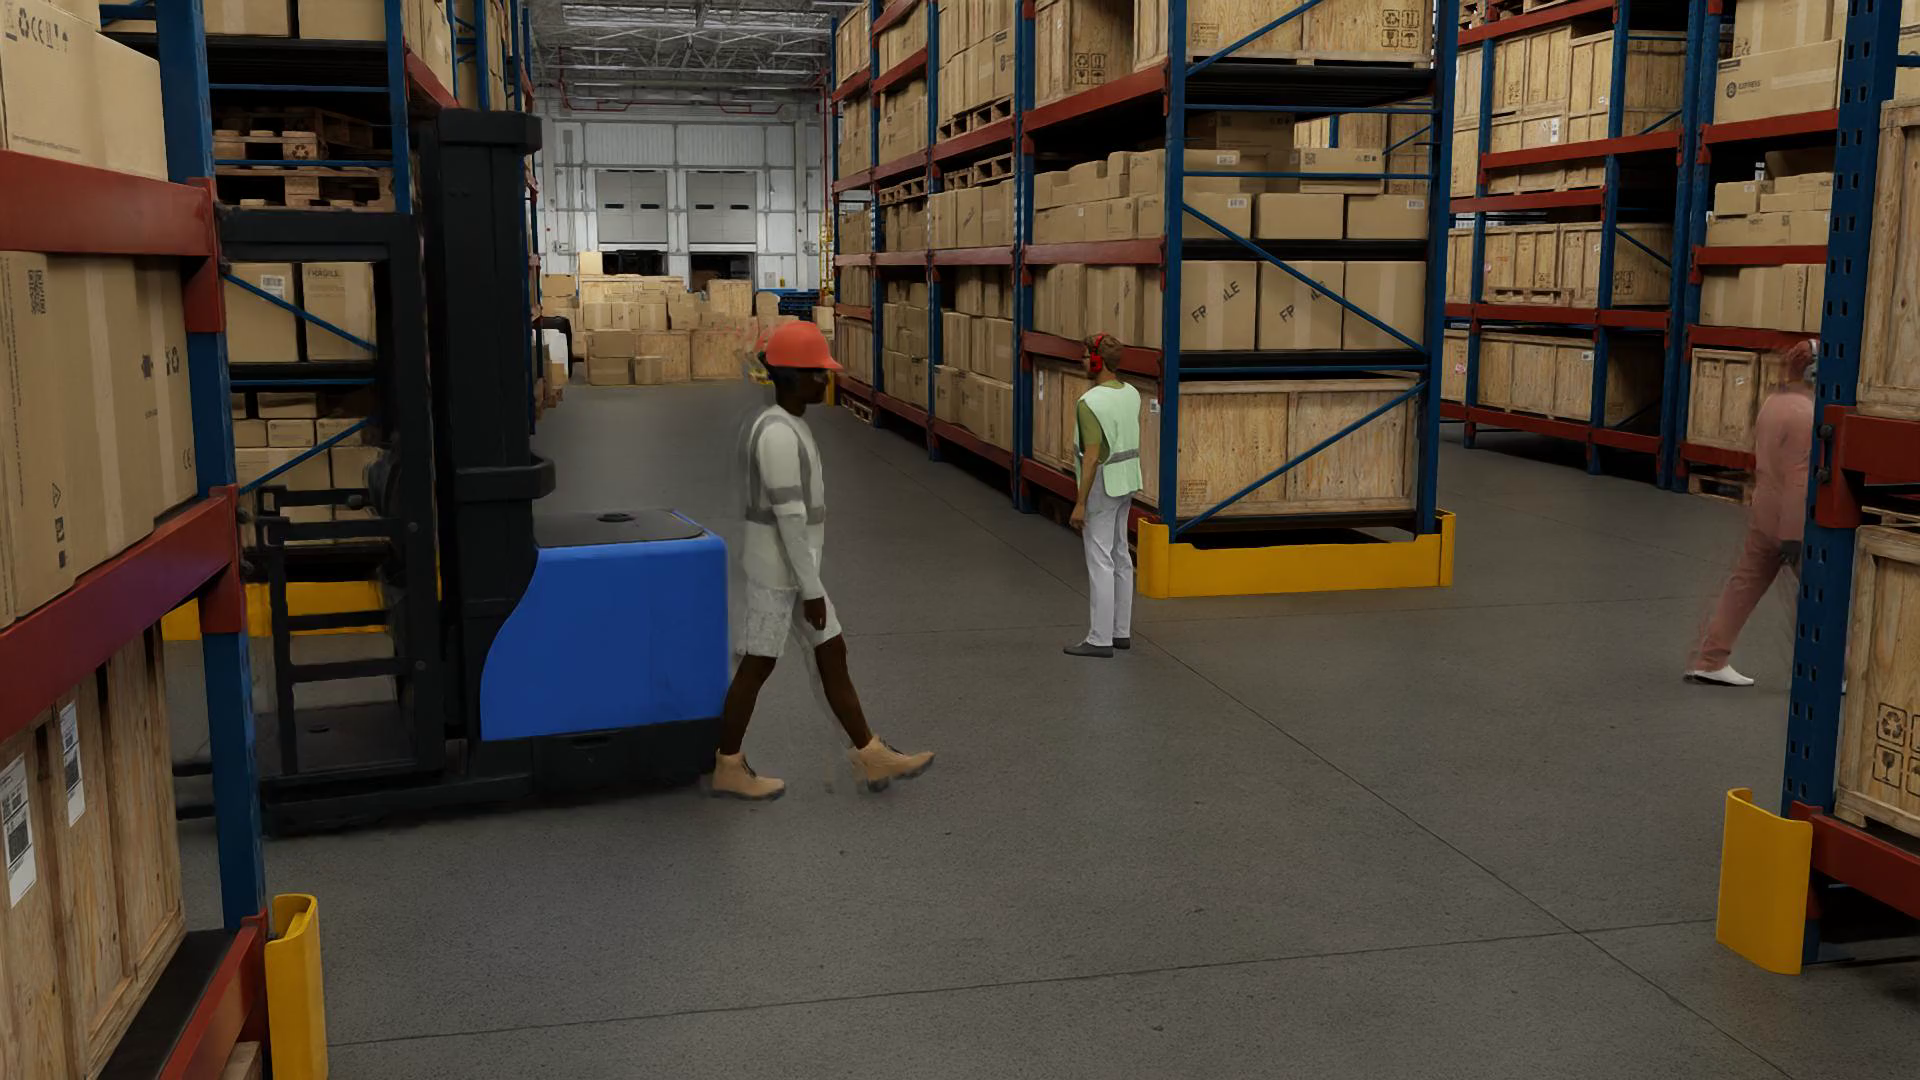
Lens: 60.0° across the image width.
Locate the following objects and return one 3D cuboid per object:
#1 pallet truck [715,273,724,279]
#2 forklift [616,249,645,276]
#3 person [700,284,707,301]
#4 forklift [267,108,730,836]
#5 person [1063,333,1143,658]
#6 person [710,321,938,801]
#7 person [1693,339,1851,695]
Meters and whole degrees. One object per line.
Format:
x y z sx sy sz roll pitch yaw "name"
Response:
-8.580 -8.986 62.280 1.885 1.965 0.823 1 9 5 "pallet truck"
-11.332 -8.624 57.390 1.129 2.768 1.873 -8 12 -39 "forklift"
-9.163 -8.432 60.064 0.341 1.613 0.660 5 10 26 "person"
-2.003 -0.361 7.021 1.873 2.768 1.129 -4 10 -22 "forklift"
0.832 -0.249 9.486 0.389 1.847 0.567 6 11 32 "person"
-0.584 0.114 6.809 1.024 1.990 0.629 0 9 2 "person"
4.360 -0.113 8.633 0.986 1.852 0.664 1 9 8 "person"
